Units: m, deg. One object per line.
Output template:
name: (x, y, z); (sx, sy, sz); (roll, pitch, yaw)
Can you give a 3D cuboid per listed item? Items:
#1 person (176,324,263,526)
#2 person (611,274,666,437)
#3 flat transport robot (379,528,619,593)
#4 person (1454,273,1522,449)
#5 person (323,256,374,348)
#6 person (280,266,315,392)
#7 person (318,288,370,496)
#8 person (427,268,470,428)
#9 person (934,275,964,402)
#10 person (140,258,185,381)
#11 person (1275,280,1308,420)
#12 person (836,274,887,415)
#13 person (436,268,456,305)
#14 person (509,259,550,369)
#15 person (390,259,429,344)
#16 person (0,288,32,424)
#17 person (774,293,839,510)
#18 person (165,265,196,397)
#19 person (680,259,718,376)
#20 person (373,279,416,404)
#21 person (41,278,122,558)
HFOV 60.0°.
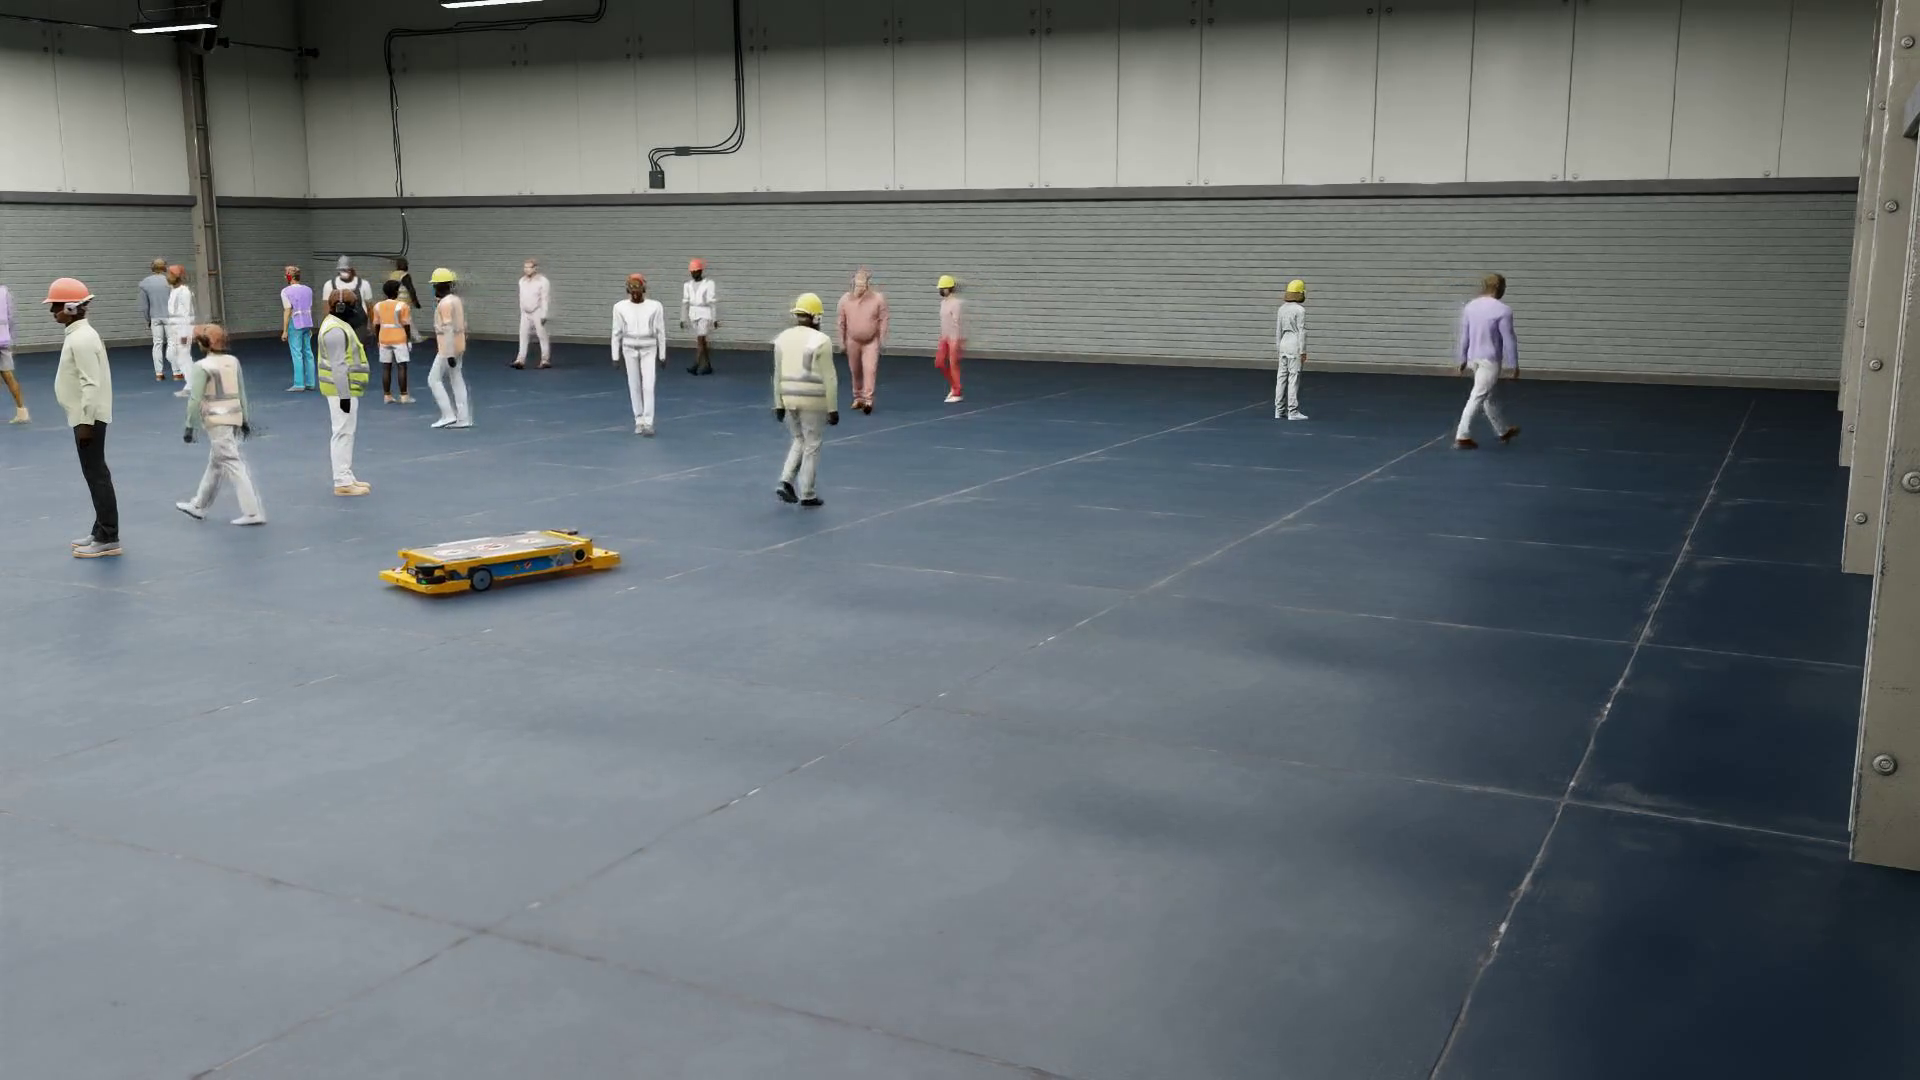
person: (-5.935, -0.908, 13.183); (0.845, 1.588, 0.543); (2, 11, 10)
person: (-3.683, -2.098, 19.022); (0.601, 1.838, 0.939); (-1, 10, -5)
flat transport robot: (-3.084, 0.126, 11.184); (1.431, 0.197, 0.652); (-10, 14, -43)
person: (5.765, -1.925, 17.958); (1.025, 1.881, 0.658); (-5, 11, -24)
person: (-9.205, -3.298, 25.030); (0.691, 2.000, 1.022); (-2, 11, -11)
person: (-9.721, -3.093, 24.440); (0.390, 1.846, 0.564); (4, 11, 20)
person: (-5.457, -1.311, 14.768); (0.430, 1.835, 0.630); (-3, 11, -16)
person: (-6.138, -2.273, 19.795); (0.586, 1.903, 0.602); (0, 10, 0)
person: (-0.147, -2.755, 22.881); (0.381, 1.752, 0.521); (-6, 12, -29)
person: (-12.596, -3.485, 26.328); (0.632, 1.938, 0.368); (-1, 10, -4)
person: (4.176, -2.382, 20.842); (0.317, 1.742, 0.492); (-6, 12, -29)
person: (-1.277, -2.543, 21.581); (0.658, 1.796, 1.142); (1, 10, 4)
person: (-9.886, -4.392, 32.005); (0.401, 1.659, 0.553); (4, 11, 22)
person: (-7.358, -3.836, 28.405); (0.679, 1.868, 0.904); (5, 11, 24)
person: (-11.545, -4.966, 34.783); (0.920, 1.795, 0.631); (-10, 14, -42)
person: (-11.689, -2.370, 20.102); (0.769, 2.029, 0.620); (2, 11, 11)
person: (-1.278, -1.154, 13.942); (0.607, 1.816, 0.426); (8, 13, 38)
person: (-11.087, -2.960, 23.634); (0.408, 1.872, 0.597); (-8, 13, -38)
person: (-4.338, -3.639, 27.287); (0.574, 1.888, 0.959); (4, 11, 23)
person: (-7.719, -2.698, 22.693); (0.540, 1.696, 0.317); (2, 11, 13)
person: (-6.292, -0.875, 11.937); (0.394, 1.992, 0.622); (-5, 12, -27)
